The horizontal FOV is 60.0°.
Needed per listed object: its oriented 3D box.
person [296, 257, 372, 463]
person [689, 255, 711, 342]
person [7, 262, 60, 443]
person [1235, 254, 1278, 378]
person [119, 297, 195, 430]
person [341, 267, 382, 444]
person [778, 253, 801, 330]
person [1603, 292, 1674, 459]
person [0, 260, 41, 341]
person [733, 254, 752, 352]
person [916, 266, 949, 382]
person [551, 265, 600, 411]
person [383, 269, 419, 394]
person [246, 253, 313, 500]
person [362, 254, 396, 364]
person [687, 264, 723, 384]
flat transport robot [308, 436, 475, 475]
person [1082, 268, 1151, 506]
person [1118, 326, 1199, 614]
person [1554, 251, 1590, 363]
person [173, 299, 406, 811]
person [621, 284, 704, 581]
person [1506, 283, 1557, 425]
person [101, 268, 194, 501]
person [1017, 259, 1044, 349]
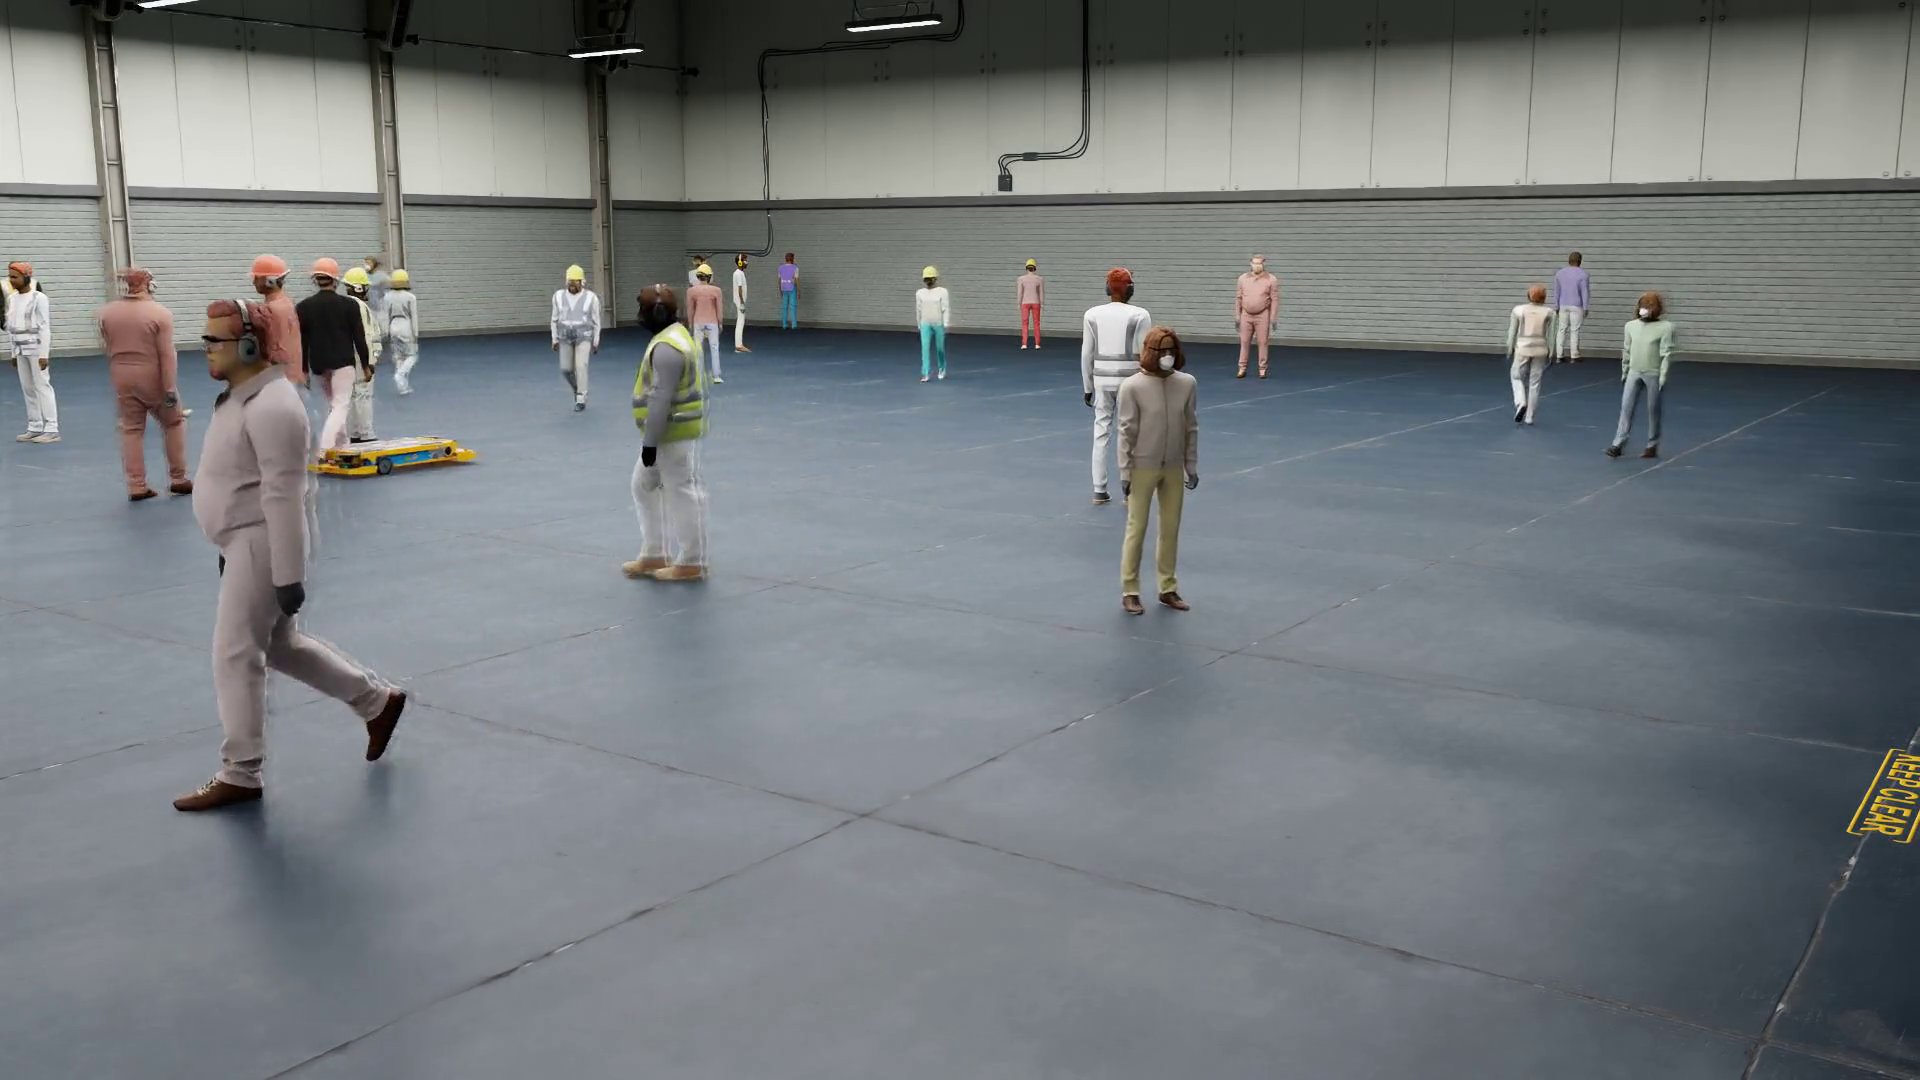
[{"bbox_3d":[-5.795,-1.615,15.295,0.608,1.960,1.009,1,10,8],"label":"person"},{"bbox_3d":[-5.533,-5.173,35.579,0.535,1.832,0.951,0,10,2],"label":"person"},{"bbox_3d":[-9.714,-1.955,17.393,0.574,1.879,0.338,5,11,27],"label":"person"},{"bbox_3d":[4.554,-3.445,25.665,0.647,1.907,0.402,4,11,21],"label":"person"},{"bbox_3d":[-9.095,-2.075,18.696,0.890,1.641,0.538,-9,14,-41],"label":"person"},{"bbox_3d":[-6.102,-1.853,16.954,0.403,1.833,0.586,-8,13,-39],"label":"person"},{"bbox_3d":[-4.101,-5.965,39.952,0.574,1.842,0.375,5,11,26],"label":"person"},{"bbox_3d":[6.504,-1.554,15.903,0.801,1.593,0.526,-9,13,-41],"label":"person"},{"bbox_3d":[-14.582,-3.428,25.840,0.623,1.817,0.444,-5,11,-26],"label":"person"},{"bbox_3d":[-4.180,-4.536,31.876,0.315,1.870,0.533,-2,10,-12],"label":"person"},{"bbox_3d":[-0.404,-3.284,25.235,0.522,1.737,0.832,2,10,10],"label":"person"},{"bbox_3d":[-4.794,-2.532,20.802,0.603,1.813,0.590,0,10,1],"label":"person"},{"bbox_3d":[-7.677,-2.845,22.817,0.488,1.729,0.579,2,10,10],"label":"person"},{"bbox_3d":[-5.503,-1.303,13.425,0.384,1.995,0.613,-4,11,-19],"label":"person"},{"bbox_3d":[-9.908,-3.907,28.295,0.644,1.900,0.999,3,11,17],"label":"person"},{"bbox_3d":[-3.773,-3.194,24.659,0.526,1.765,0.329,0,10,-2],"label":"person"},{"bbox_3d":[-5.267,-0.791,15.374,0.652,0.197,1.431,6,12,32],"label":"flat transport robot"},{"bbox_3d":[1.252,-1.210,13.202,0.583,1.882,0.338,5,11,25],"label":"person"},{"bbox_3d":[1.111,-0.390,9.353,0.505,1.624,0.296,-4,11,-23],"label":"person"},{"bbox_3d":[10.613,-4.034,28.869,0.355,1.937,0.635,-9,13,-41],"label":"person"},{"bbox_3d":[-2.559,0.035,6.257,0.809,1.878,0.649,-6,12,-28],"label":"person"},{"bbox_3d":[-1.889,-0.640,10.175,0.660,1.821,0.661,-1,10,-7],"label":"person"},{"bbox_3d":[6.529,-2.119,19.002,0.542,1.625,0.409,2,10,13],"label":"person"},{"bbox_3d":[-6.615,-1.278,13.614,0.646,1.875,0.715,1,10,6],"label":"person"},{"bbox_3d":[1.383,-4.616,32.612,0.535,1.767,0.316,0,10,-2],"label":"person"}]
